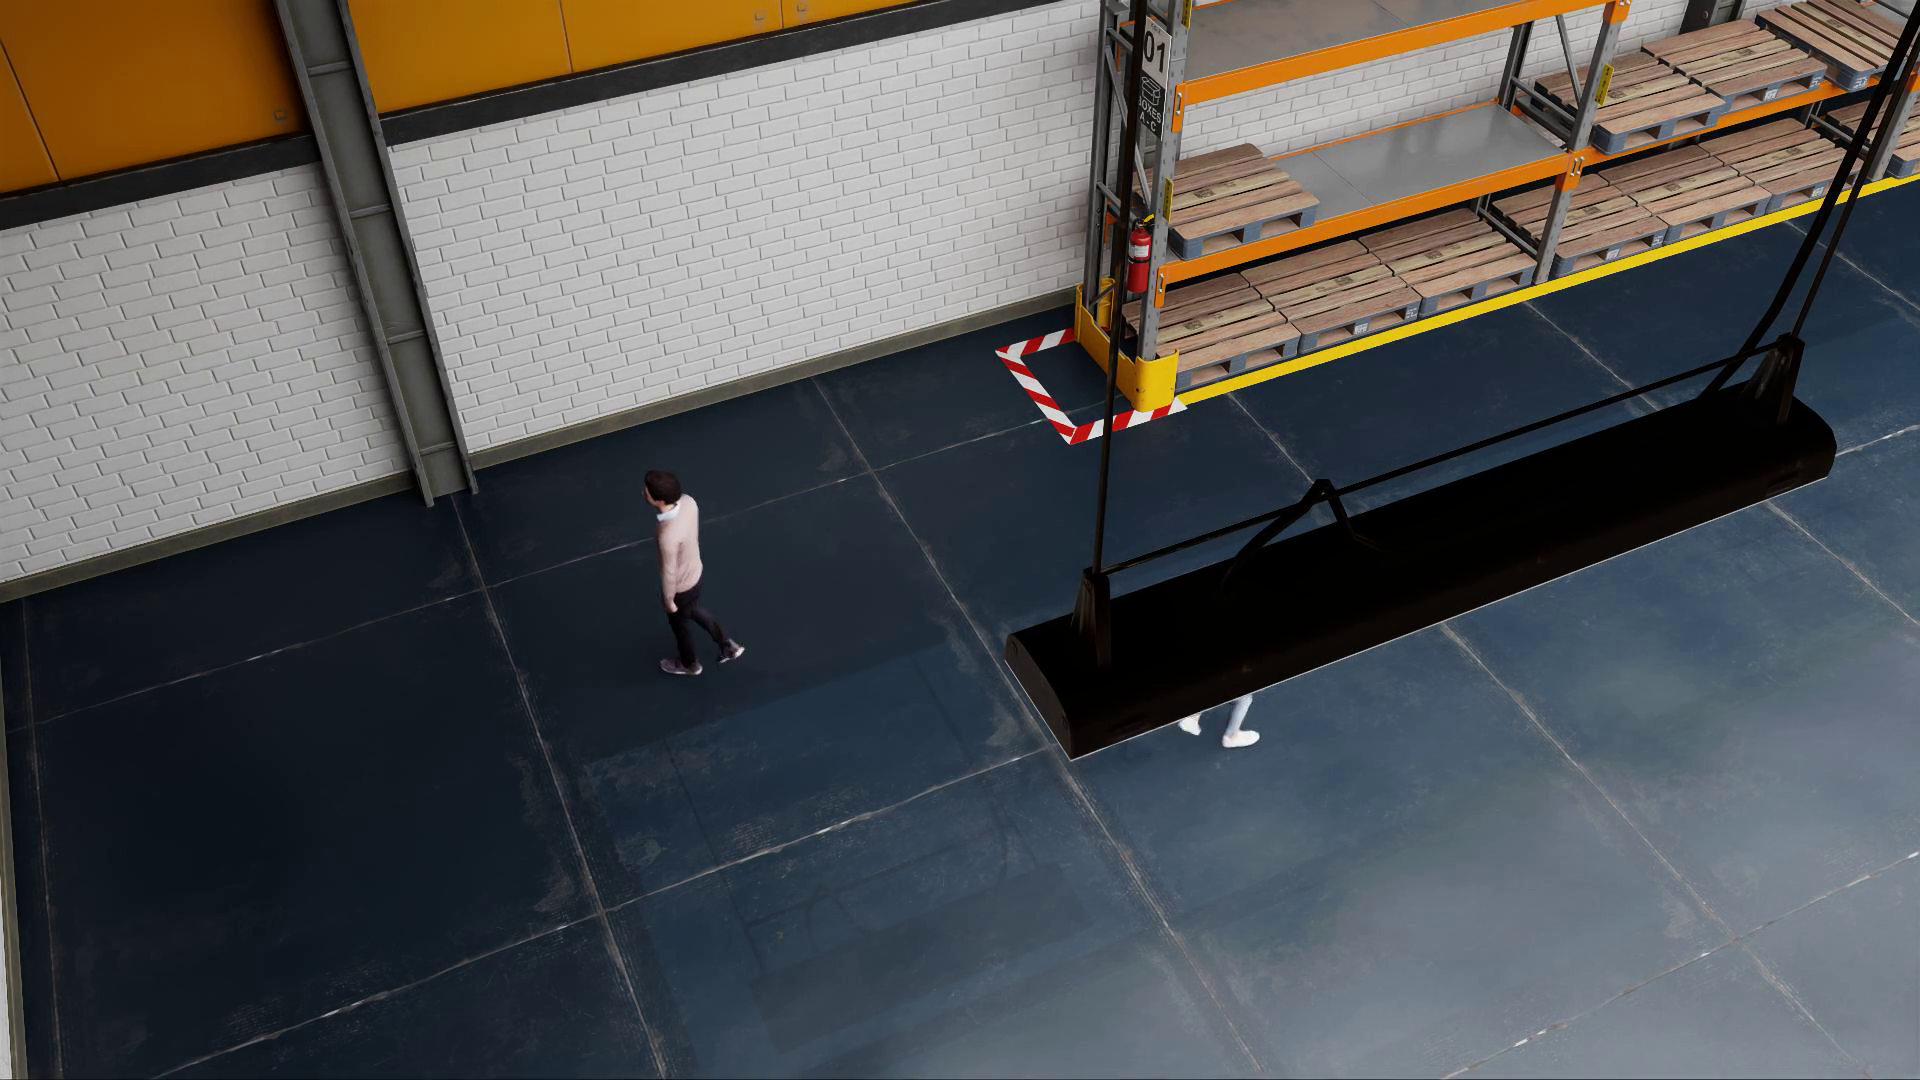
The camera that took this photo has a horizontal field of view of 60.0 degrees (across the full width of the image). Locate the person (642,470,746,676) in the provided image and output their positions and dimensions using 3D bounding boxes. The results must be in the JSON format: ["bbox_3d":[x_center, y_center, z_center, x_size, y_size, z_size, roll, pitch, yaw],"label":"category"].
[{"bbox_3d":[-1.716,0.250,10.671,0.972,1.803,0.880,7,44,7],"label":"person"}]
